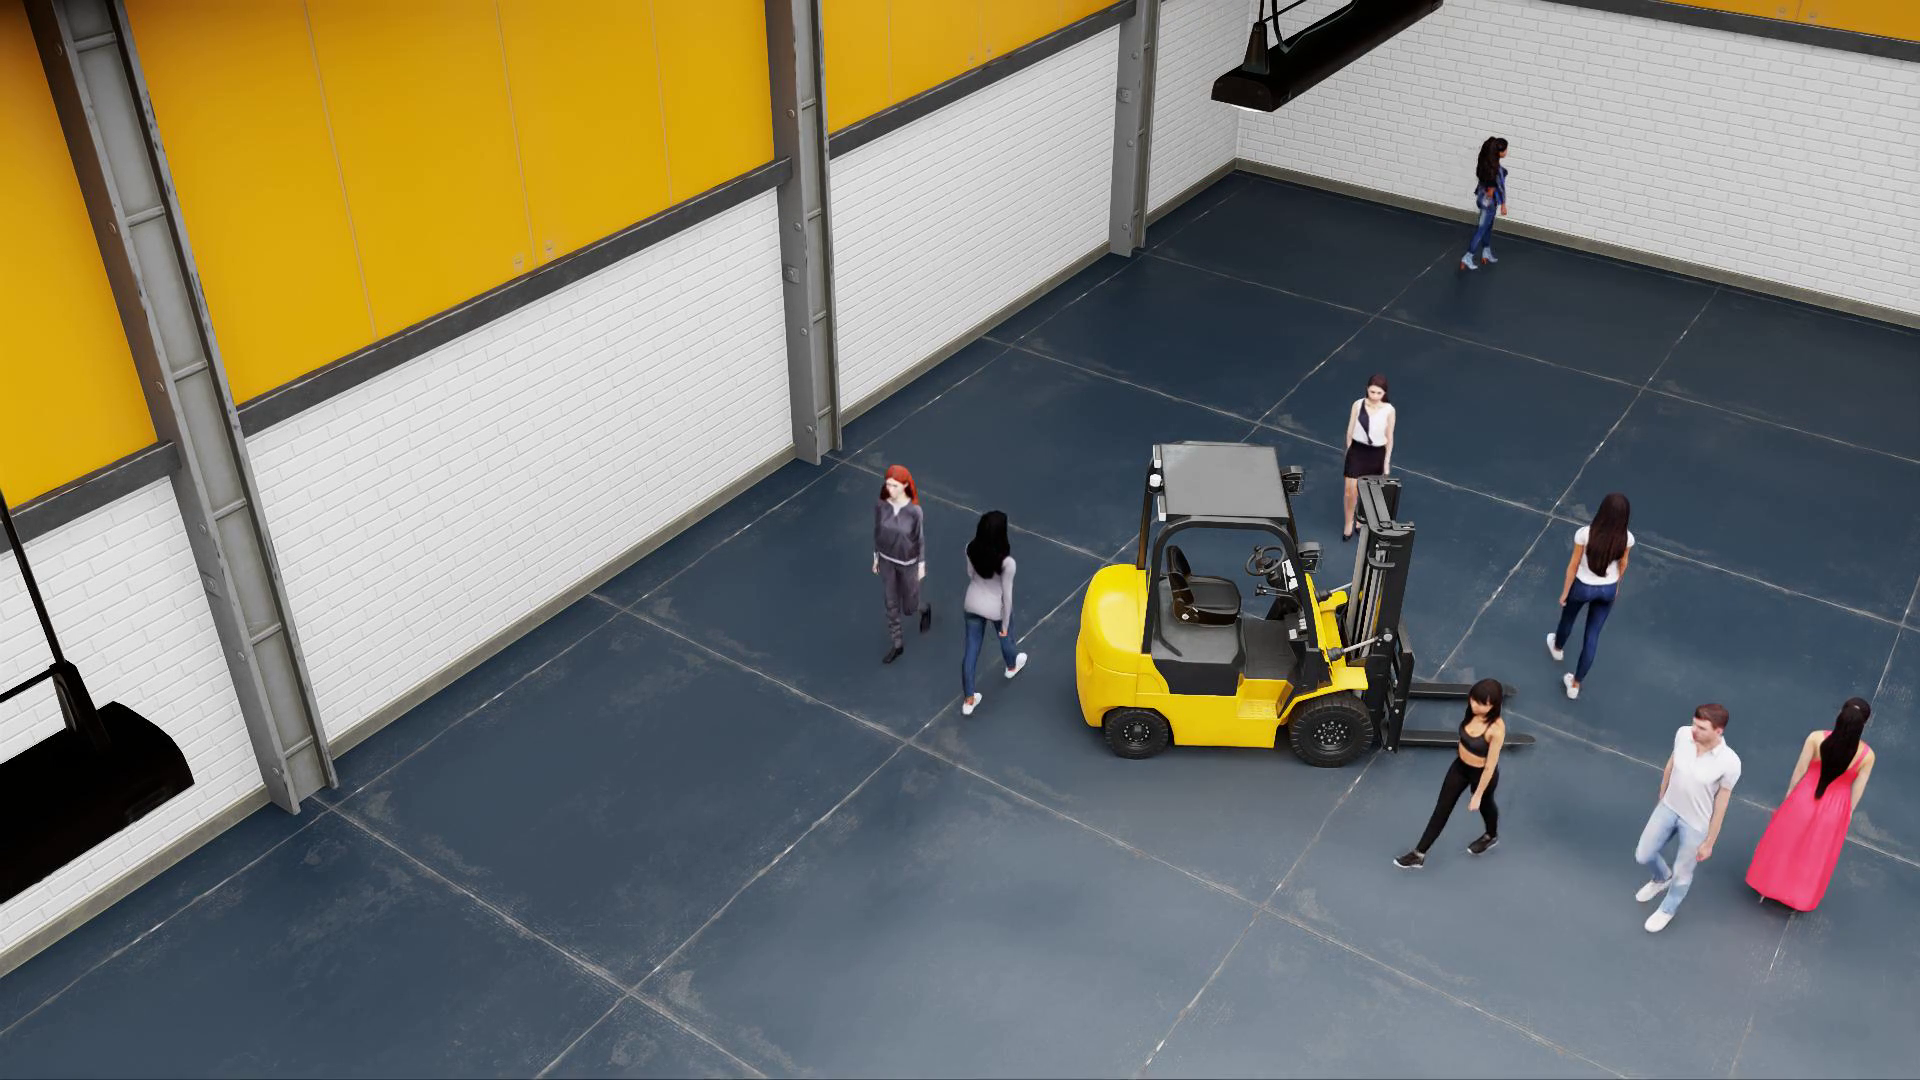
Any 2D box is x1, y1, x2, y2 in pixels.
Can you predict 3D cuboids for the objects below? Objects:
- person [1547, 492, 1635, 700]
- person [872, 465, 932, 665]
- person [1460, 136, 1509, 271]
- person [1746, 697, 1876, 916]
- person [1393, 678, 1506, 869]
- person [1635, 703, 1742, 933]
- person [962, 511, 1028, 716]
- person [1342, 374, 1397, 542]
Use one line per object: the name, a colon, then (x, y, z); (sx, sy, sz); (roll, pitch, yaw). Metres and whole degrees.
person: (4.870, 0.465, 12.777); (0.878, 1.749, 1.058); (5, 34, 7)
person: (-0.447, 0.151, 13.237); (0.653, 1.763, 0.850); (15, 37, 22)
person: (6.163, -3.937, 19.524); (0.891, 1.610, 0.835); (-4, 34, -7)
person: (5.609, 1.747, 10.876); (0.665, 1.717, 0.640); (18, 37, 24)
person: (3.548, 1.577, 11.242); (1.163, 1.594, 0.923); (-15, 36, -21)
person: (4.756, 1.760, 10.748); (0.793, 1.838, 0.769); (-22, 39, -29)
person: (0.158, 0.595, 12.625); (0.716, 1.700, 1.064); (15, 37, 22)
person: (3.623, -0.765, 14.733); (0.667, 1.632, 0.741); (9, 35, 13)
